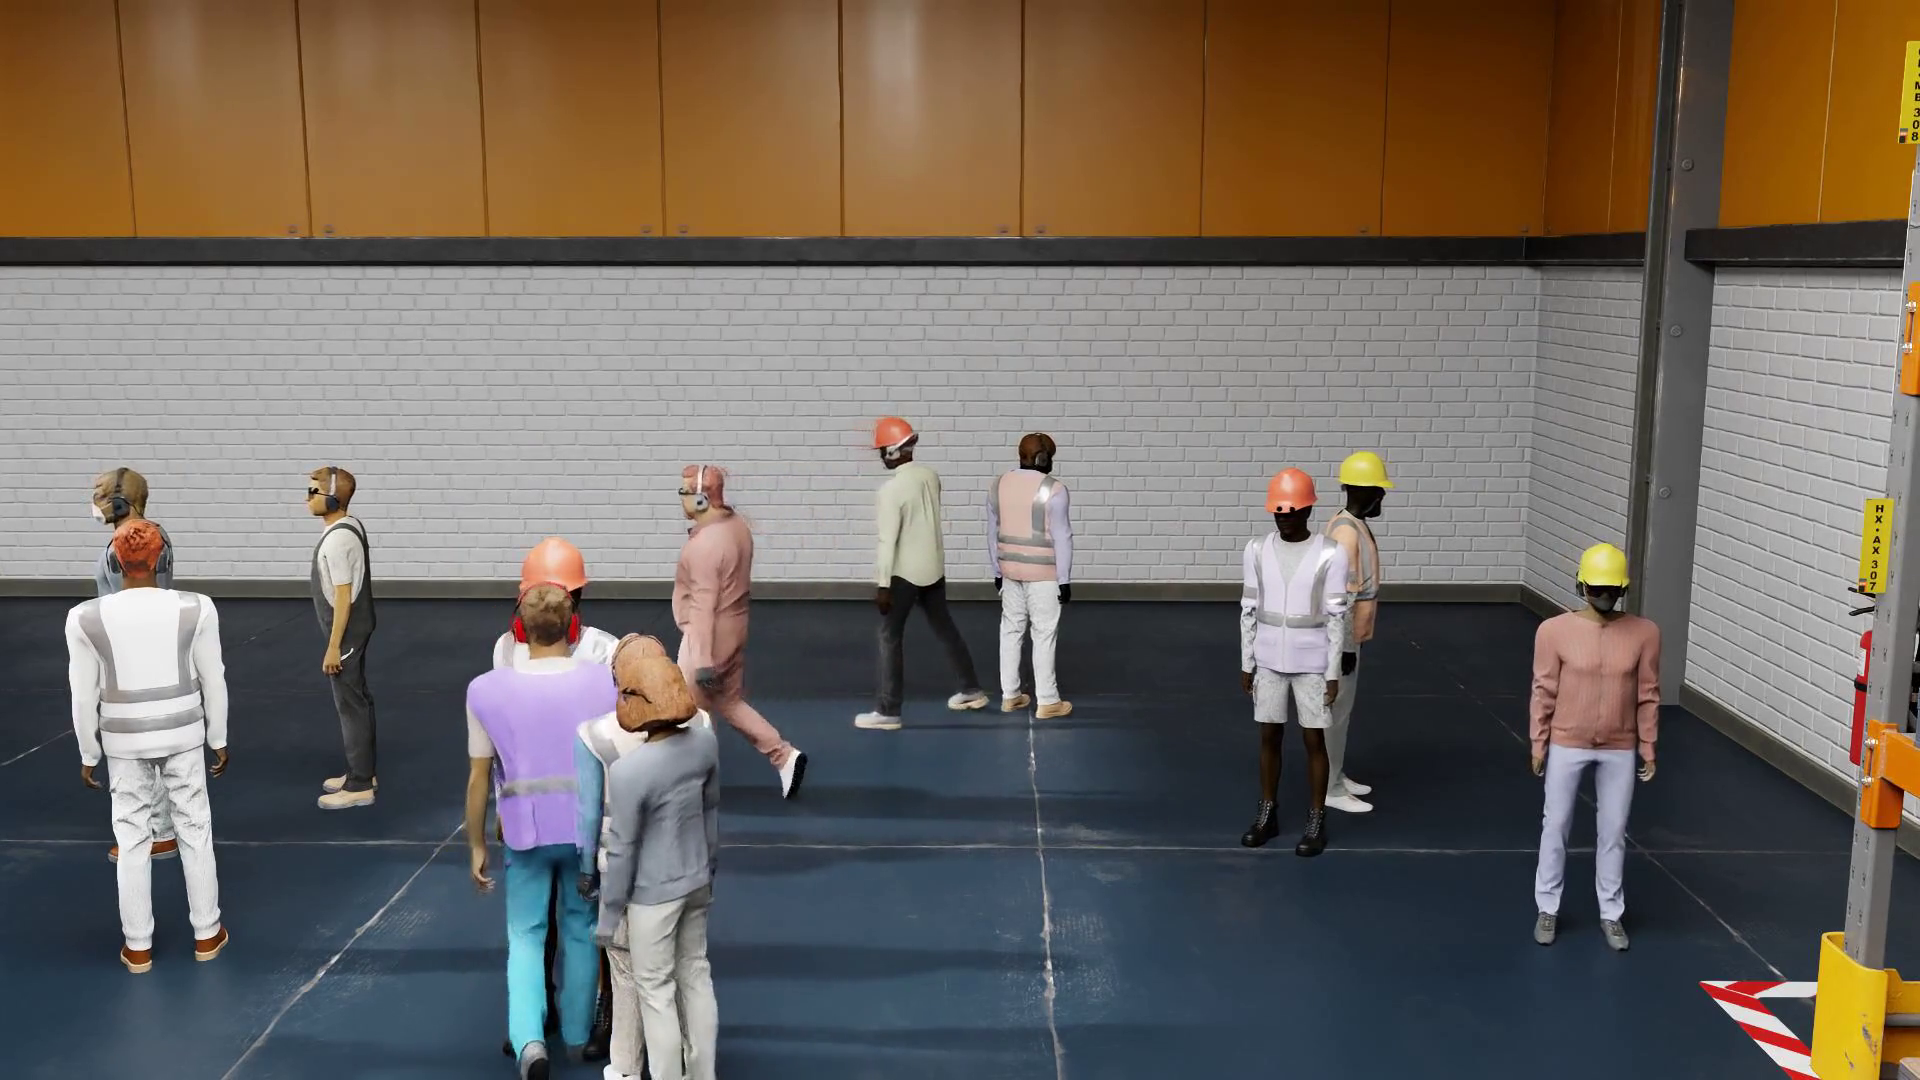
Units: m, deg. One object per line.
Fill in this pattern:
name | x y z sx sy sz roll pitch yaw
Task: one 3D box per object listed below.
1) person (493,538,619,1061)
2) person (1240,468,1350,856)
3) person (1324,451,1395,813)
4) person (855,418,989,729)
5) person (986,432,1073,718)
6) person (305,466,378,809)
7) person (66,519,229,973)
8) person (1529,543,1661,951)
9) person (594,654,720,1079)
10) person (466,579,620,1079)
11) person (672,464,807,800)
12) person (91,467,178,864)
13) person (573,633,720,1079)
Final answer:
person | -1.463 0.949 6.098 0.545 1.937 0.361 2 10 9
person | 1.628 0.600 8.218 0.538 1.929 0.381 5 11 28
person | 2.105 0.480 8.935 0.388 1.926 0.590 3 10 15
person | -0.277 0.203 10.543 0.538 1.963 0.789 6 11 33
person | 0.478 0.231 10.747 0.633 1.839 0.441 8 12 39
person | -3.328 0.519 8.950 0.346 1.847 0.505 -2 10 -12
person | -3.330 0.846 6.878 0.577 1.883 0.353 -5 11 -26
person | 2.689 0.878 7.066 0.526 1.761 0.332 1 10 7
person | -0.998 1.185 5.596 0.290 1.633 0.504 5 11 29
person | -1.429 1.049 5.851 0.575 1.824 0.732 -2 10 -15
person | -1.239 0.531 8.768 0.733 1.881 0.652 2 10 14
person | -4.028 0.605 8.154 0.372 1.940 0.632 -2 10 -13
person | -1.095 1.139 5.851 0.522 1.638 0.309 -5 11 -26
